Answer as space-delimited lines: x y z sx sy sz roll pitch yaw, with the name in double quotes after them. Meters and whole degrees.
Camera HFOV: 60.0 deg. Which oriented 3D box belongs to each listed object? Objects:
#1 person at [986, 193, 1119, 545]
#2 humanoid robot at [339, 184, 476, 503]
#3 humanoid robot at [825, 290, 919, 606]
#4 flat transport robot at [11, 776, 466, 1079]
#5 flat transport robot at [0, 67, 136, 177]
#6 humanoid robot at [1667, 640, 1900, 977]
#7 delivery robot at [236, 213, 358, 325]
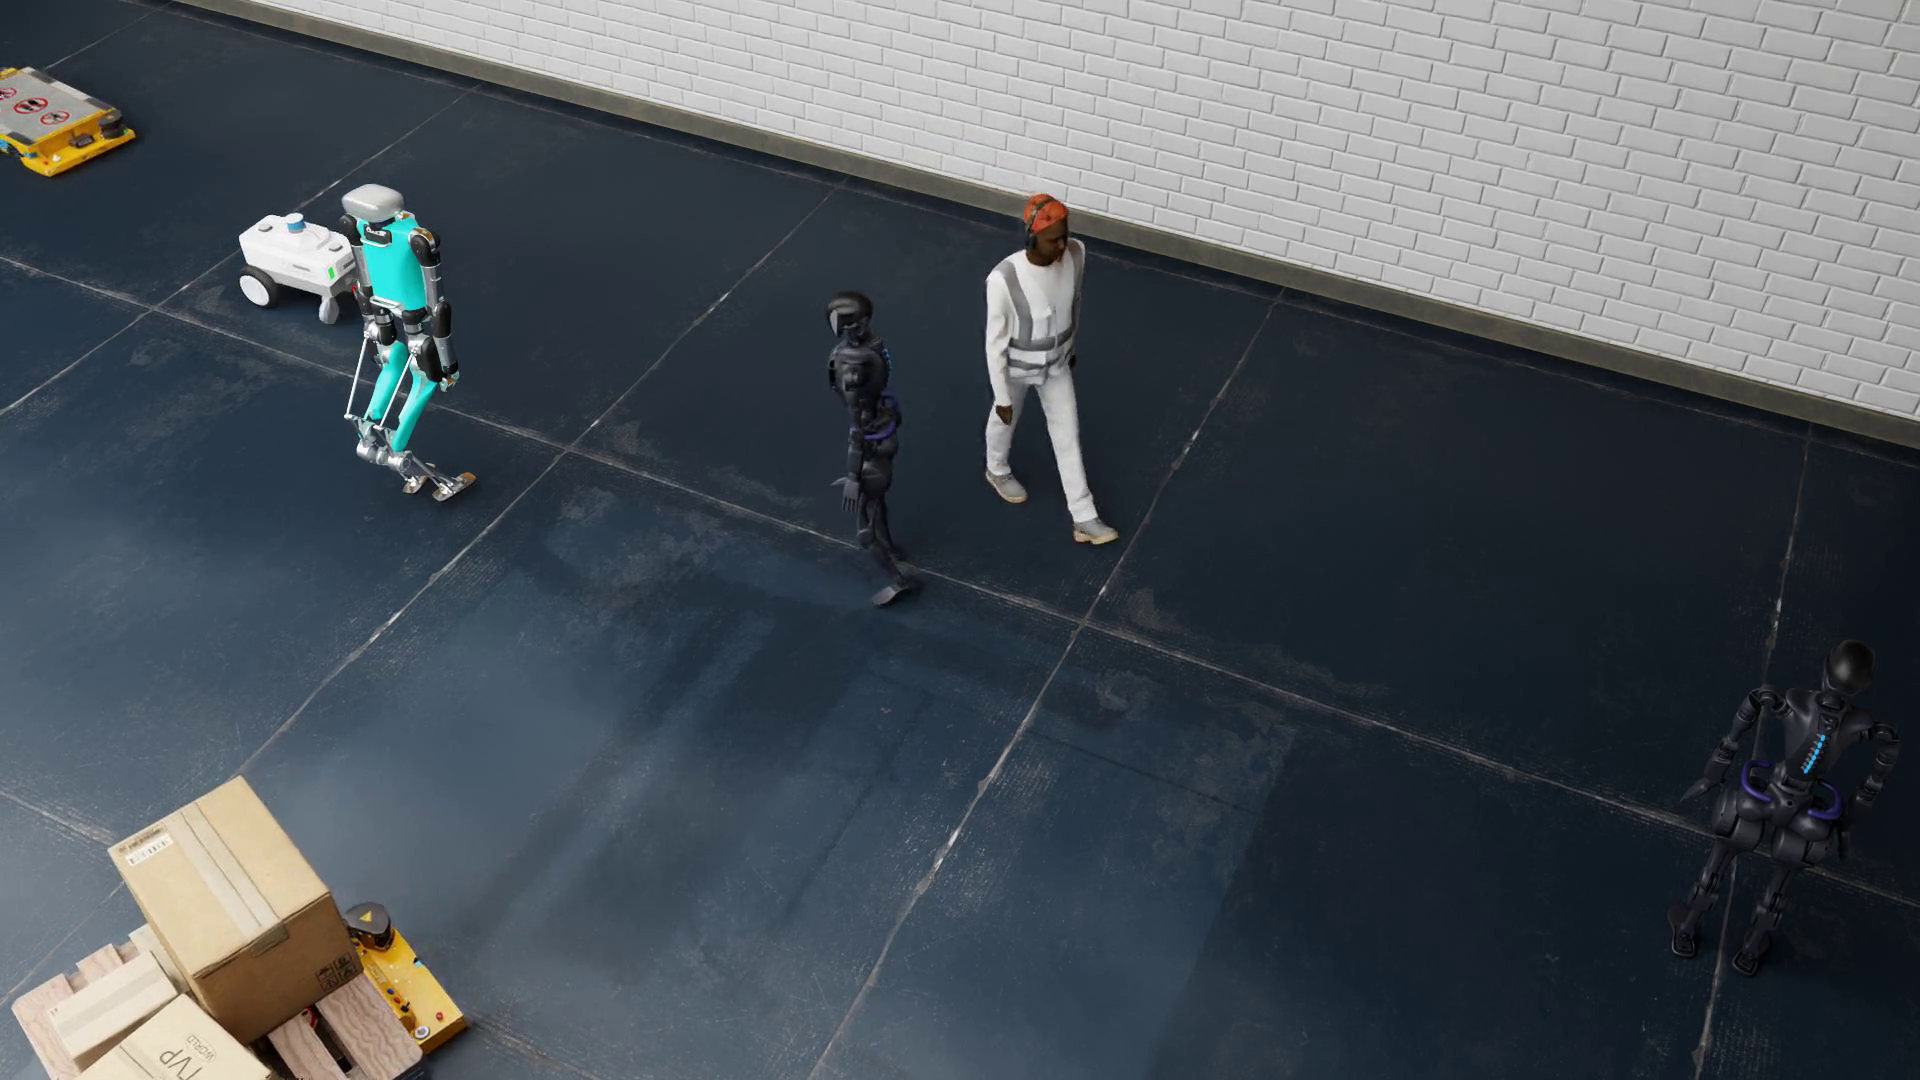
0.418 -0.779 7.943 0.602 1.833 0.949 -25 48 -24 "person"
-2.759 -0.842 7.989 0.533 1.672 0.735 18 46 19 "humanoid robot"
-0.393 -0.445 7.698 0.398 1.638 0.584 1 43 1 "humanoid robot"
-2.630 1.968 6.132 1.431 0.231 0.659 -32 52 -30 "flat transport robot"
-6.371 -2.893 11.377 1.431 0.231 0.659 26 49 25 "flat transport robot"
3.011 0.989 6.142 0.599 1.657 0.315 18 46 19 "humanoid robot"
-3.883 -1.647 9.819 0.762 0.590 0.526 17 45 17 "delivery robot"
